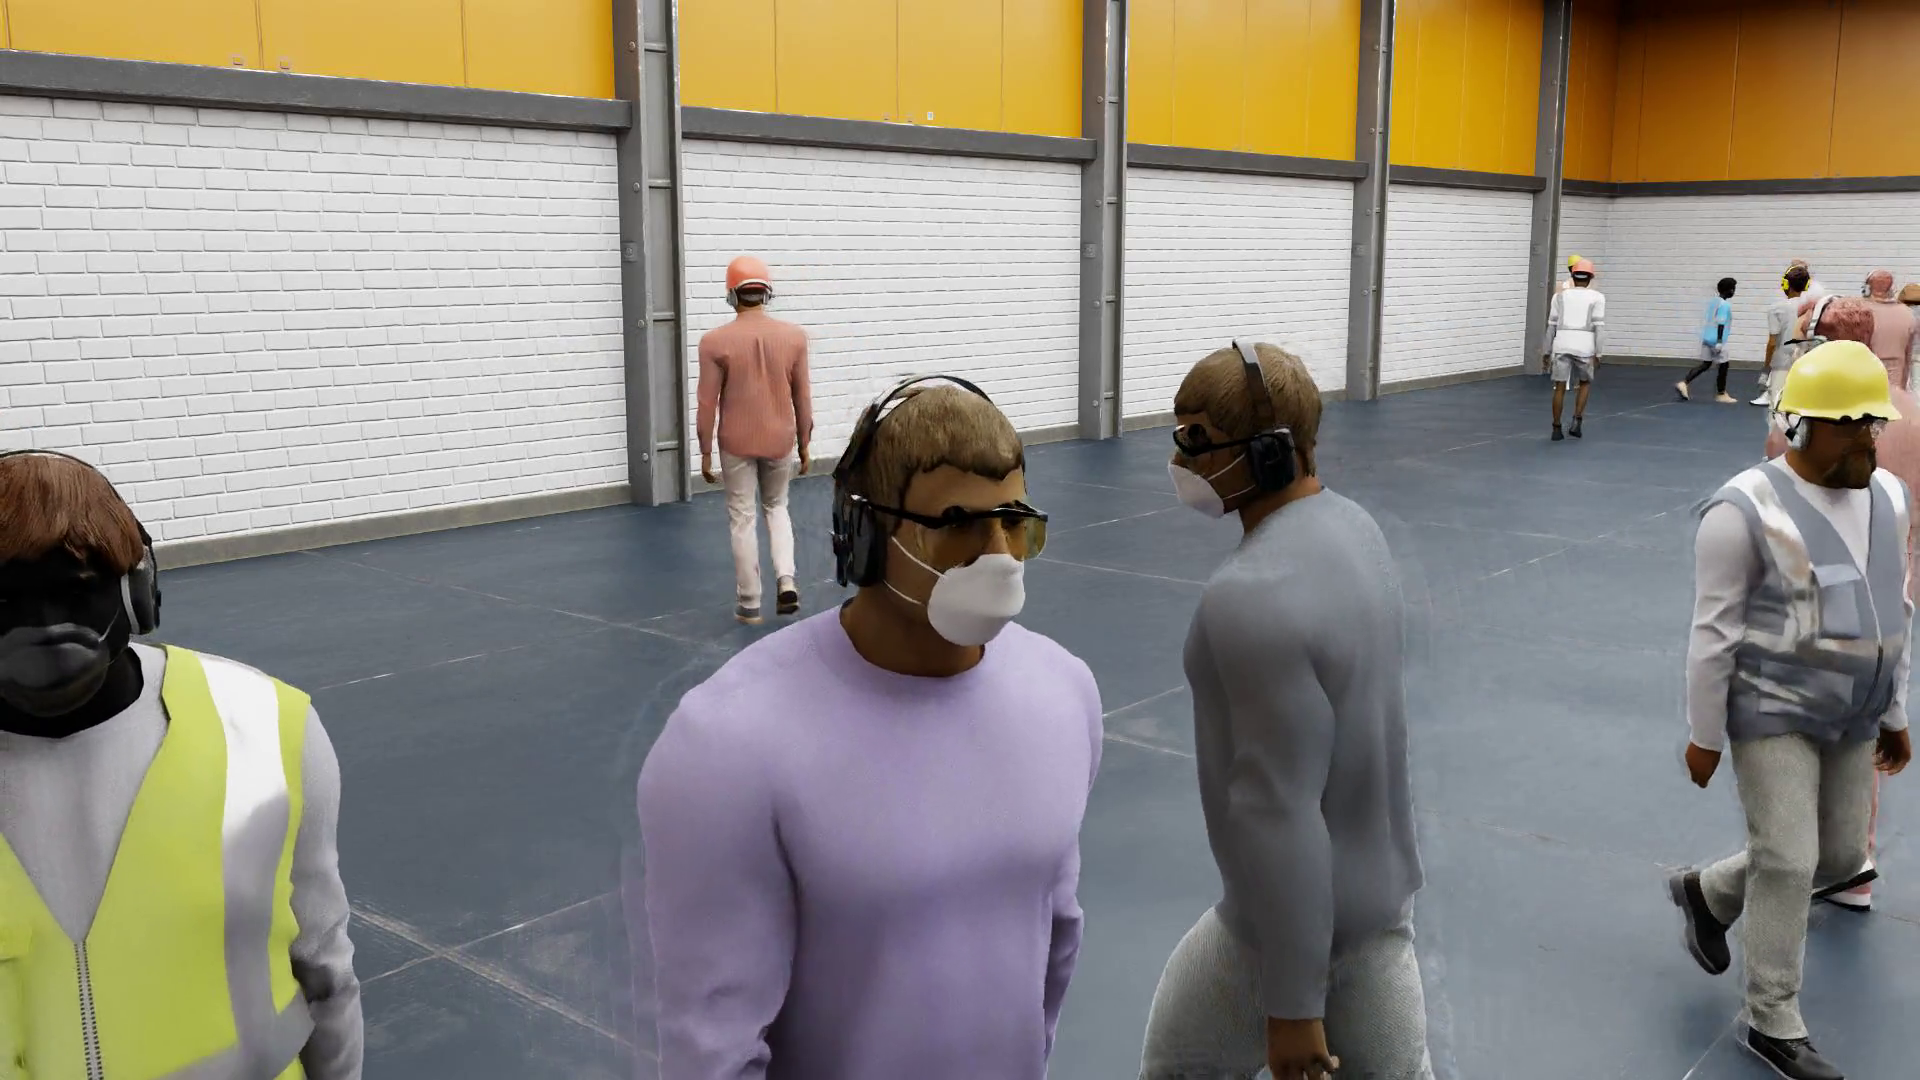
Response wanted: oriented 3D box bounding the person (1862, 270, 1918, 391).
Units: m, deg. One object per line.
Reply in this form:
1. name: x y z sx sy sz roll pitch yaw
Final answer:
1. person: 7.229 -1.208 13.203 0.667 1.853 1.018 -1 10 -6

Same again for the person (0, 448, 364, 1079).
1. person: -1.037 0.781 1.984 0.635 1.815 0.818 -6 11 -29

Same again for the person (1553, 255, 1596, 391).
1. person: 8.690 -3.069 23.594 0.586 1.921 0.383 -1 10 -7

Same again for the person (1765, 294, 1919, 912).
1. person: 2.625 0.210 5.041 0.712 1.884 0.423 -6 12 -30

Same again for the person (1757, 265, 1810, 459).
1. person: 7.361 -1.498 14.795 0.532 1.871 0.321 -1 10 -7

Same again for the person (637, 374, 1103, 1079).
1. person: -0.107 0.741 2.001 0.630 1.901 1.000 -7 12 -33

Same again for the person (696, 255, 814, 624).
1. person: -1.102 -0.520 8.894 0.639 1.983 0.440 -5 11 -24

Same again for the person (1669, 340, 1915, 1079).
1. person: 2.045 0.398 4.172 0.597 1.811 0.655 -4 11 -21

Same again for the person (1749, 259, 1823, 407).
1. person: 10.444 -2.586 20.985 0.853 1.869 0.669 -4 11 -22

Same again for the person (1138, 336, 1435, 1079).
1. person: 0.482 0.600 2.822 1.038 1.869 0.668 7 12 33

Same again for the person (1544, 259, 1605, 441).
1. person: 6.467 -1.999 17.547 0.613 1.900 0.550 5 11 28

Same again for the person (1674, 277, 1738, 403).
1. person: 9.787 -2.603 21.718 0.763 1.661 0.537 1 10 6

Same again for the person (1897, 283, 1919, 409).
1. person: 10.611 -2.058 18.654 0.501 1.633 0.282 1 10 5

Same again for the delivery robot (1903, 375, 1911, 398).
1. delivery robot: 11.832 -1.956 20.881 0.477 0.478 0.707 0 10 3
